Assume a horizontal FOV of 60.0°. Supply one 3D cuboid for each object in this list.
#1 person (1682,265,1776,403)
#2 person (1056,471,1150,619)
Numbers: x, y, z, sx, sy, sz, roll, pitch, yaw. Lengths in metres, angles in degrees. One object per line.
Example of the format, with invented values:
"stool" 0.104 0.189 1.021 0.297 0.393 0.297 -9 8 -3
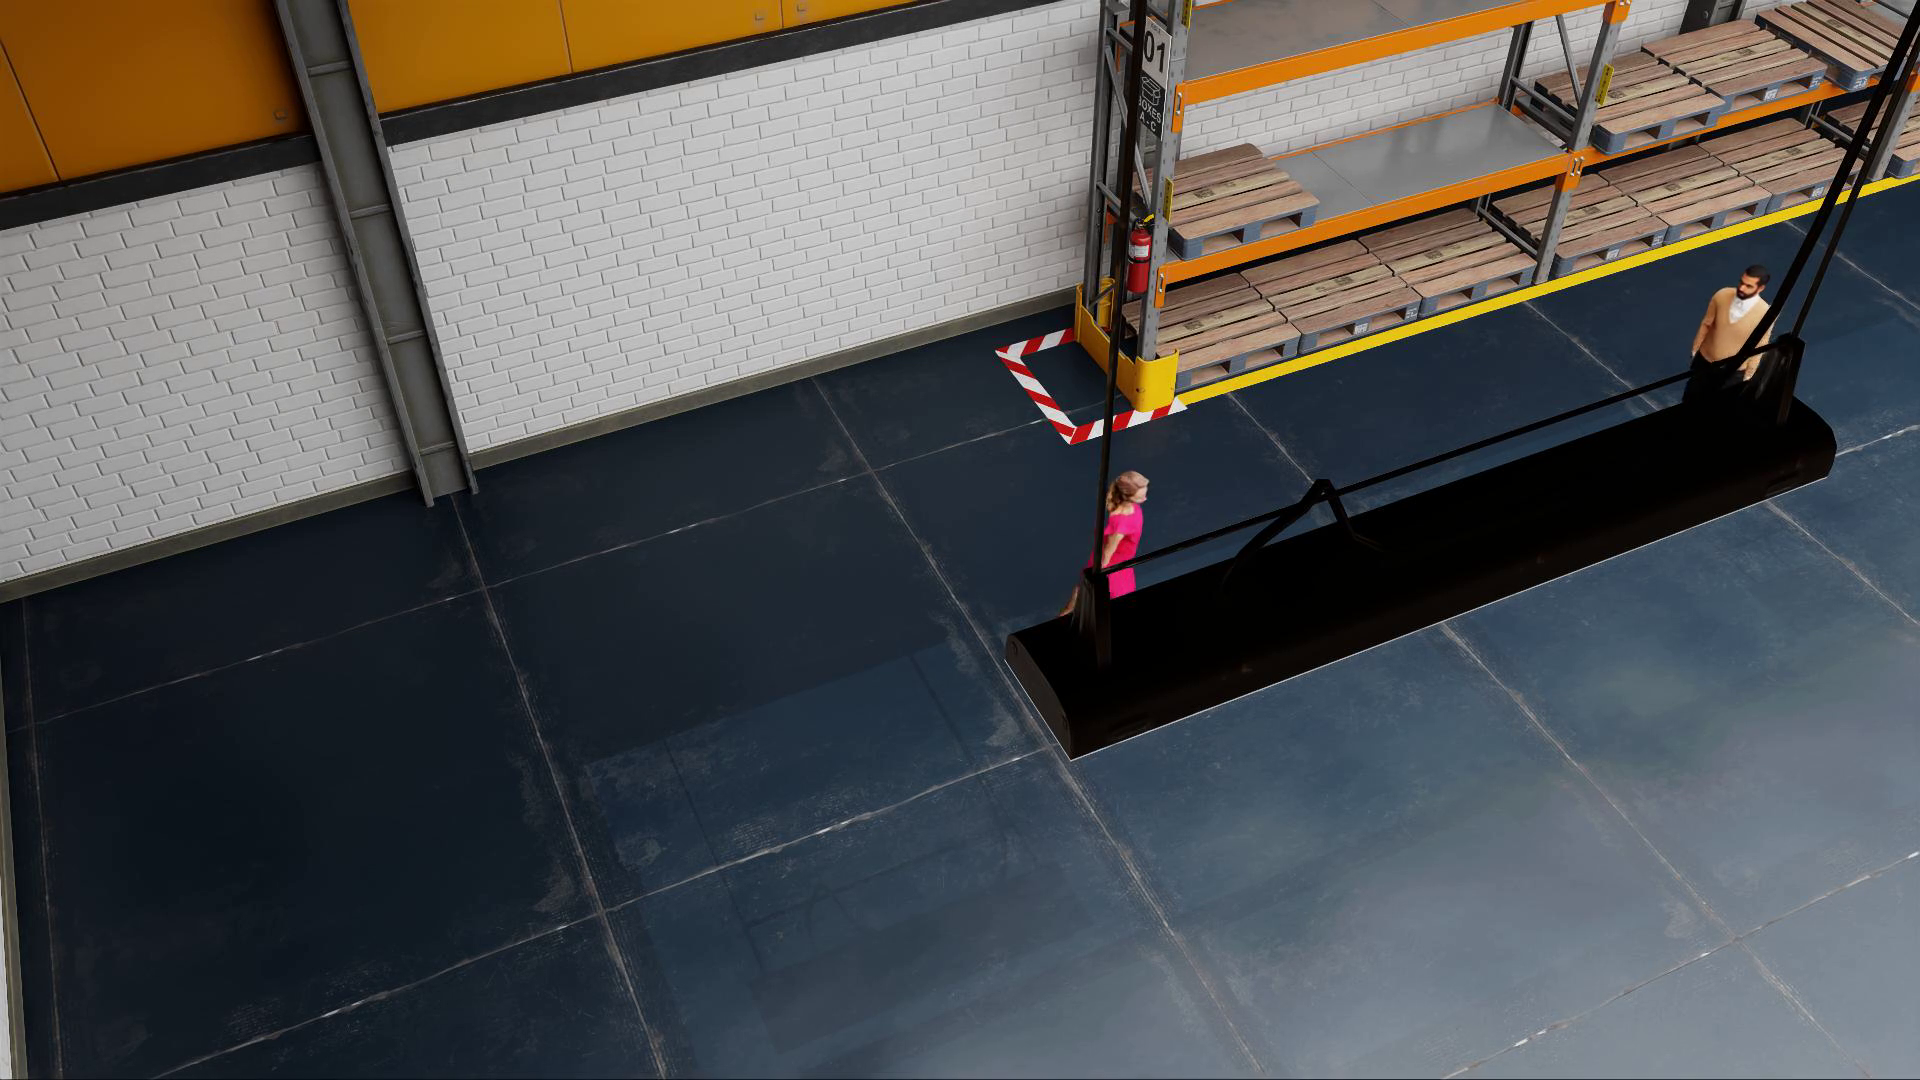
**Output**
"person" 5.707 -1.325 12.374 1.066 1.735 0.815 -29 51 -27
"person" 0.914 0.146 10.862 0.932 1.690 0.842 2 44 2
